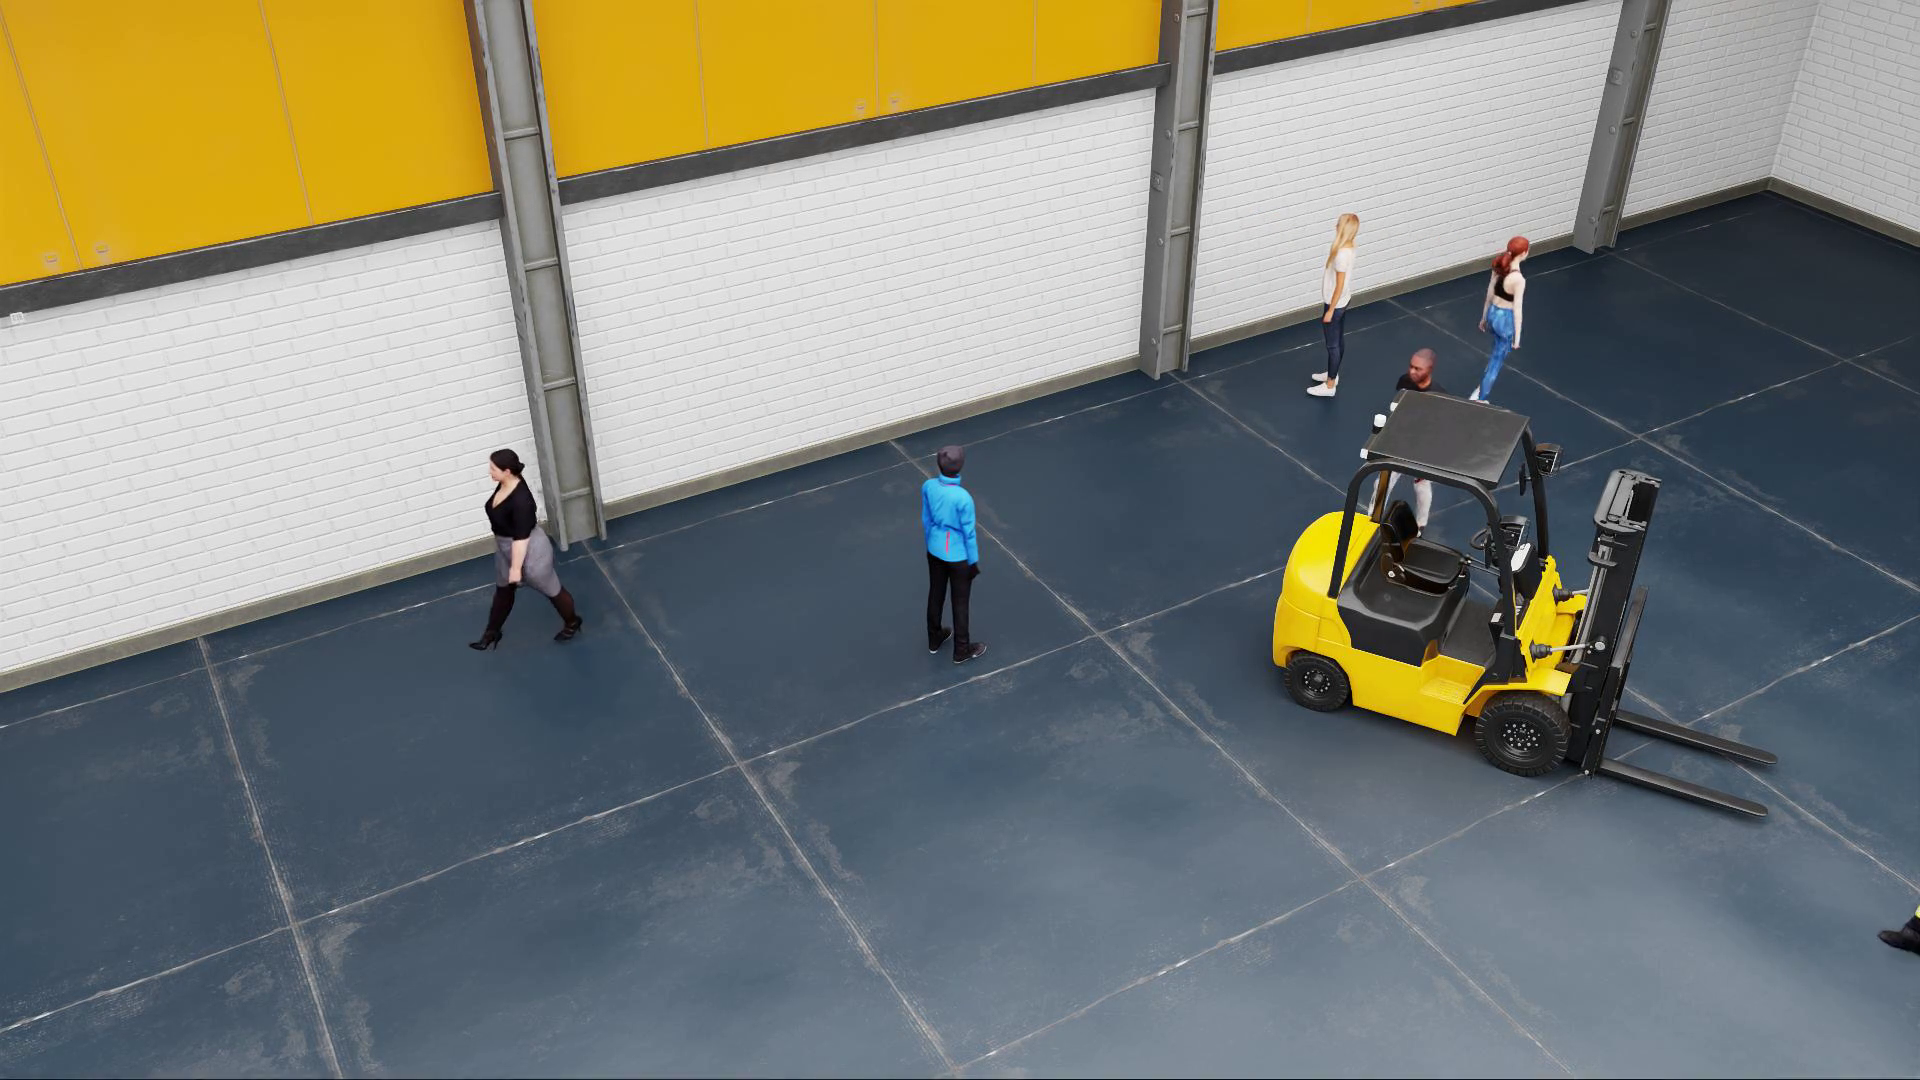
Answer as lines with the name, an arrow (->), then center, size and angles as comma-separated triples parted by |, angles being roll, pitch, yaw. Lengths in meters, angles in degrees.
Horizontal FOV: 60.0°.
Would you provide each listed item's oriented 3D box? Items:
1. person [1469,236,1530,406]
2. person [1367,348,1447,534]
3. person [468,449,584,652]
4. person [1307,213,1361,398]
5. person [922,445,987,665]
person -> 4.838, -1.909, 15.147 | 0.690, 1.775, 0.652 | -11, 35, -16
person -> 3.720, -0.744, 13.400 | 1.108, 1.770, 0.789 | -25, 41, -32
person -> -3.091, 0.085, 12.205 | 1.050, 1.713, 0.657 | -17, 37, -24
person -> 3.537, -2.208, 15.568 | 0.732, 1.808, 0.647 | 12, 36, 18
person -> -0.085, 0.103, 12.106 | 0.688, 1.792, 0.667 | 24, 41, 32
